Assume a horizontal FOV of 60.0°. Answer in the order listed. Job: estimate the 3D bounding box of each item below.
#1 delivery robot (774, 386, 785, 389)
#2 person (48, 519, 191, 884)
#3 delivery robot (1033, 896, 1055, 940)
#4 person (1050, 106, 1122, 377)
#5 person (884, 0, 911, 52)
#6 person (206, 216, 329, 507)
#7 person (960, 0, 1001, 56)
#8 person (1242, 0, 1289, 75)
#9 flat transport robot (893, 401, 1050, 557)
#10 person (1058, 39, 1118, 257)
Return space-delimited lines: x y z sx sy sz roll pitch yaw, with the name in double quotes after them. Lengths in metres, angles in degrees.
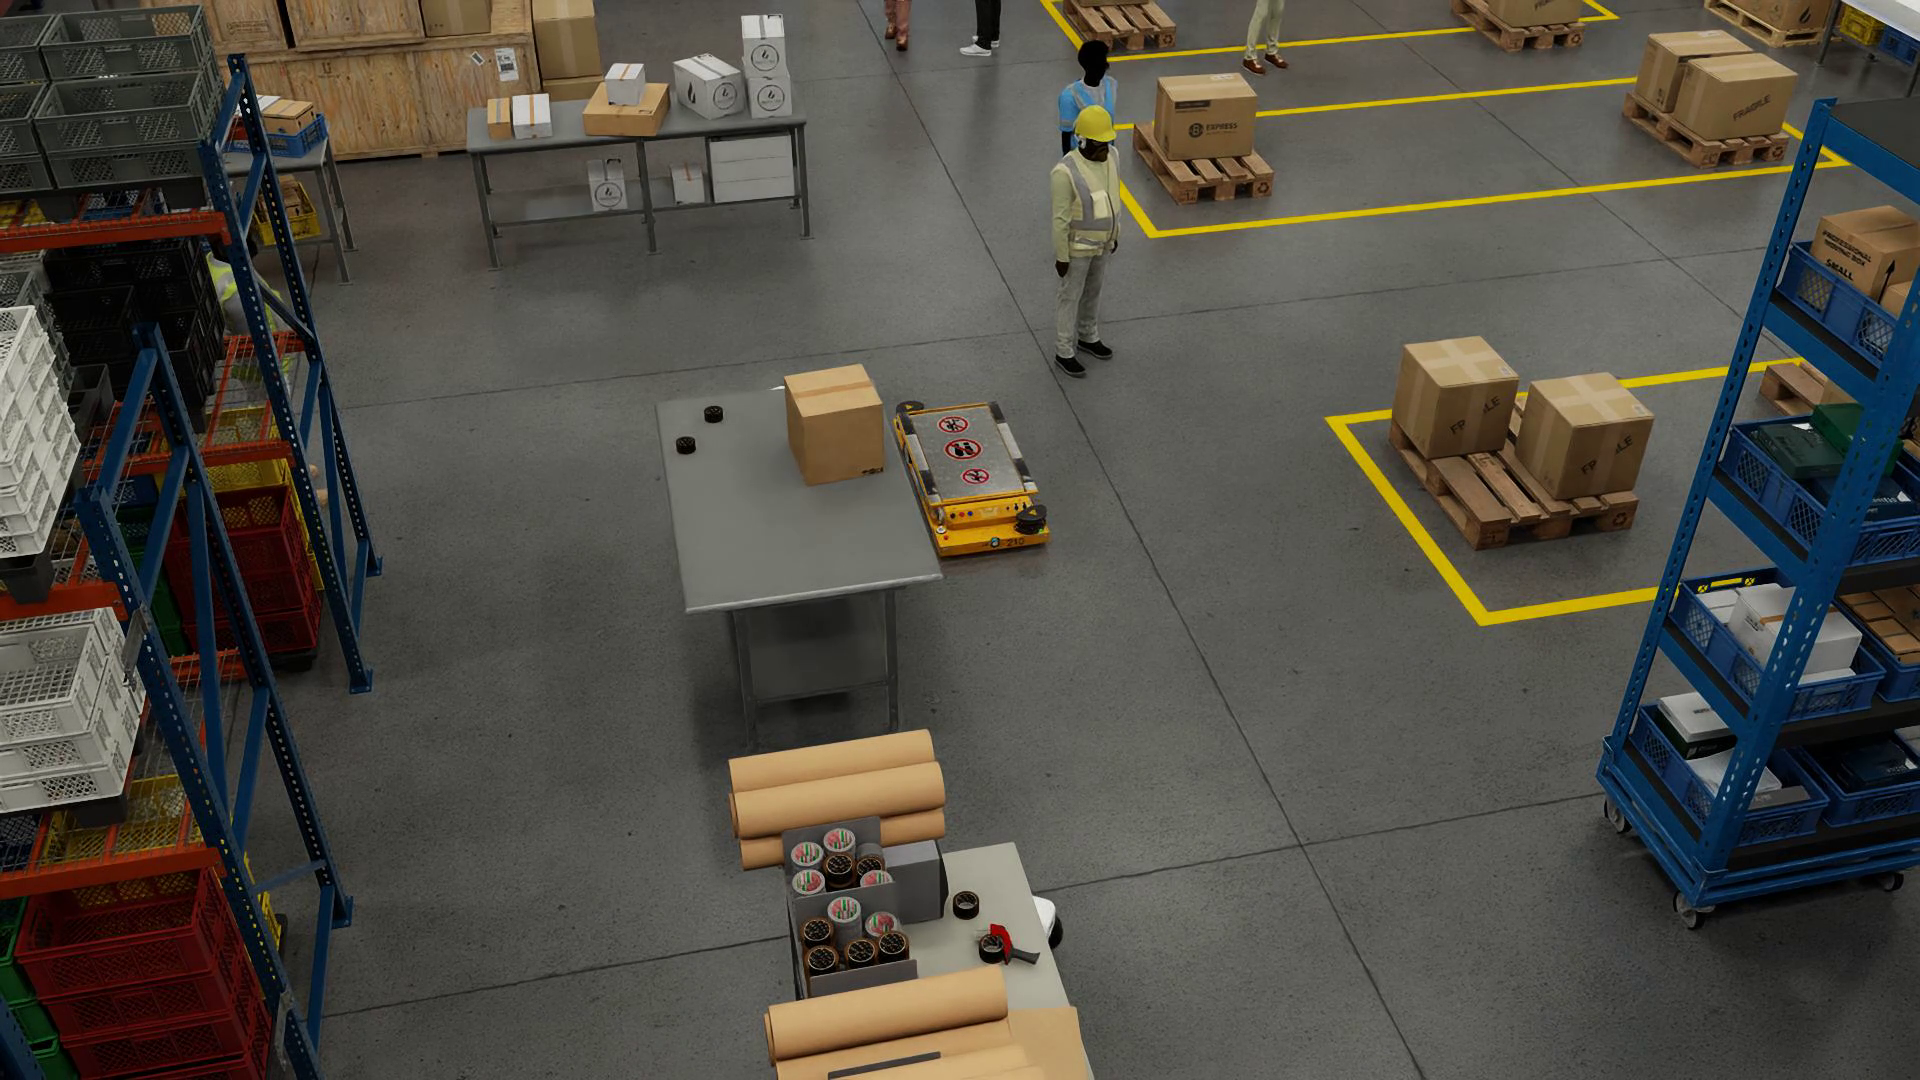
-1.002 -0.668 10.116 0.477 0.478 0.707 -24 43 -28 "delivery robot"
-3.602 0.726 7.176 0.627 1.932 0.364 18 40 22 "person"
0.028 1.622 7.037 0.707 0.478 0.477 11 38 14 "delivery robot"
0.838 -1.961 10.866 0.404 1.830 0.602 28 45 33 "person"
-0.664 -5.591 15.717 0.657 1.863 0.872 6 37 8 "person"
-4.029 -1.028 9.609 0.430 1.841 0.624 -21 41 -26 "person"
0.221 -5.518 15.577 0.393 1.920 0.587 15 39 19 "person"
2.875 -5.208 15.216 0.525 1.858 0.317 -22 42 -27 "person"
0.046 -0.430 10.108 0.652 0.197 1.431 -8 37 -10 "flat transport robot"
0.931 -2.808 12.116 0.532 1.699 0.318 -26 44 -31 "person"
